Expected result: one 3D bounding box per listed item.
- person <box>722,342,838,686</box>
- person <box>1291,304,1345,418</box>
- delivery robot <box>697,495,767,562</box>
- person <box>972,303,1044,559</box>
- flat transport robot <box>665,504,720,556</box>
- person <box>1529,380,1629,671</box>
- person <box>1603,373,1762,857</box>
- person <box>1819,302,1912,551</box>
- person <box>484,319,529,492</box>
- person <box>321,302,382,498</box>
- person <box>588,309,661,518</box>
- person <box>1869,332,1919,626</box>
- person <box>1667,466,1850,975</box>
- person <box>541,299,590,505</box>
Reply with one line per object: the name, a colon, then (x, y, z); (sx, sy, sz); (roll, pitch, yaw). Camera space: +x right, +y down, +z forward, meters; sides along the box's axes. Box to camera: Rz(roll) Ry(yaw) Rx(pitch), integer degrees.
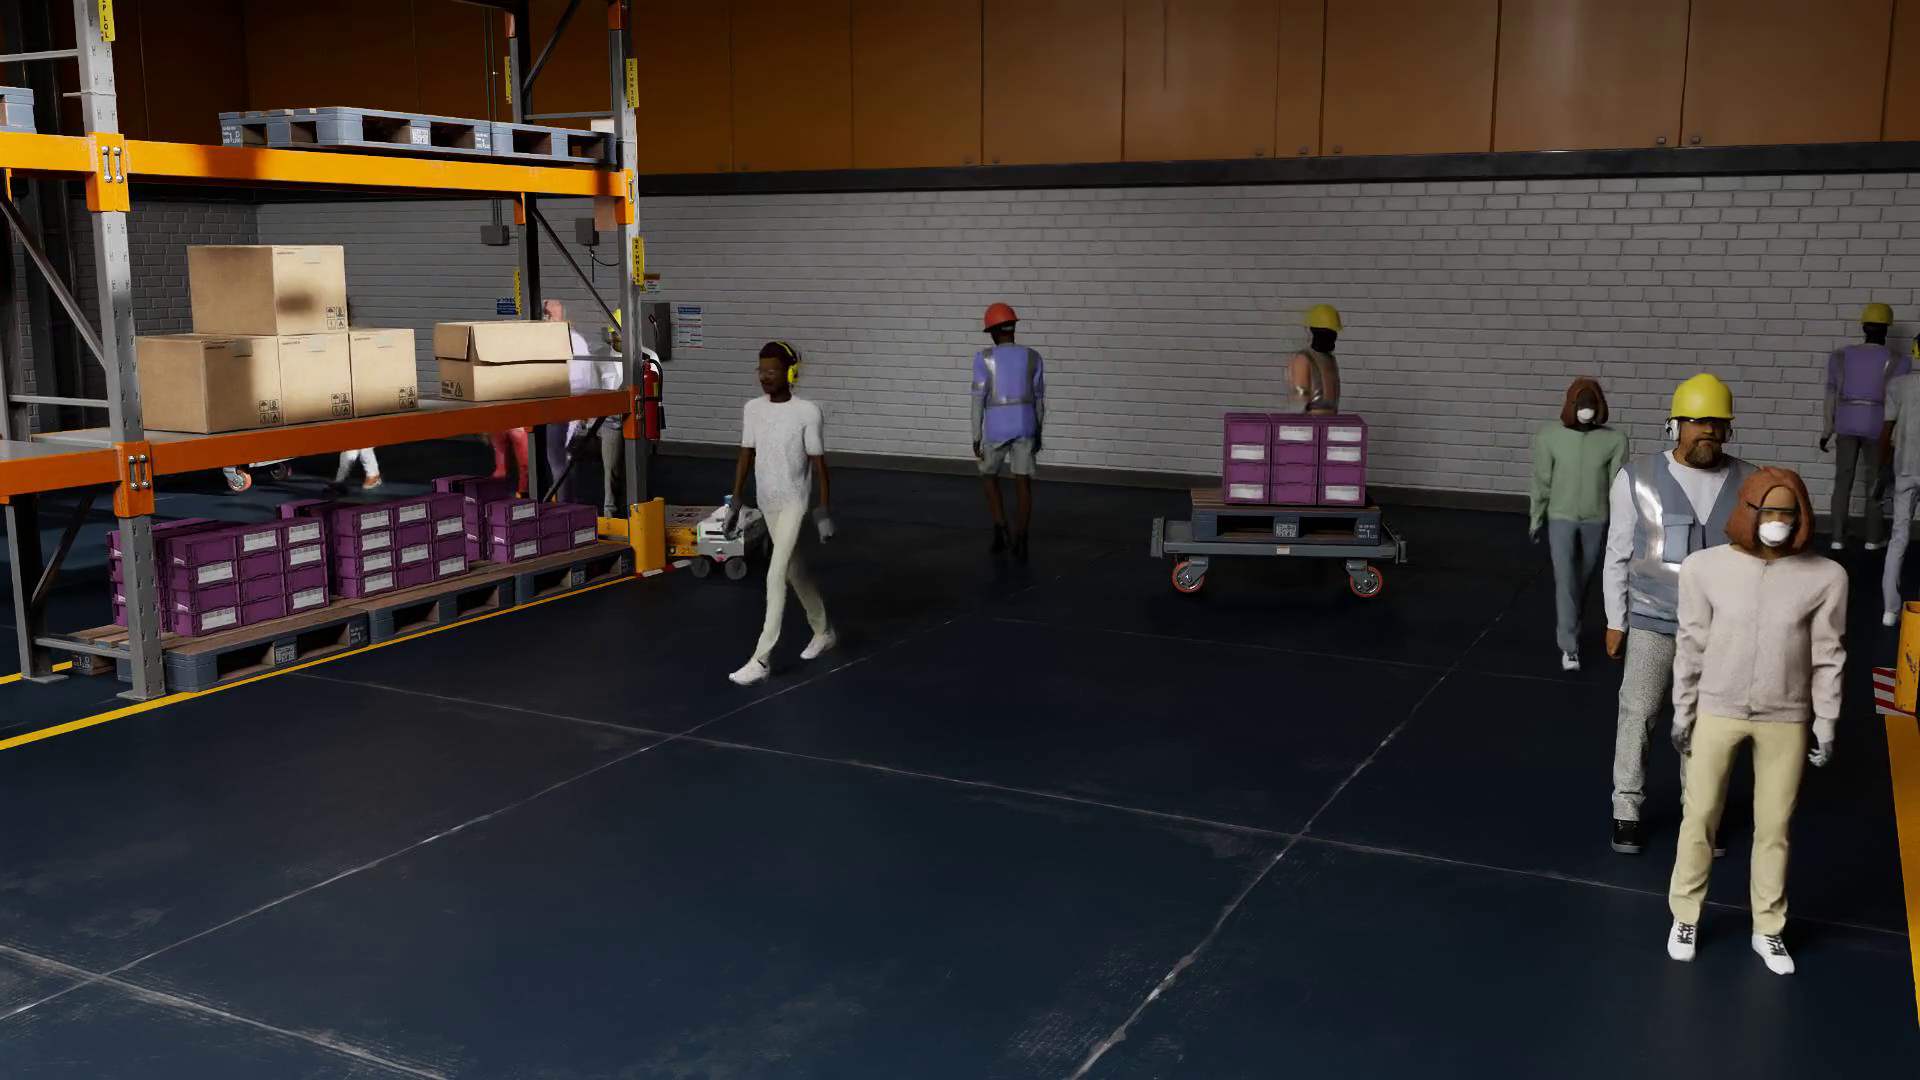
person: (-0.959, -0.175, 9.064); (0.502, 1.814, 1.010); (7, 12, 34)
person: (2.662, -0.852, 12.726); (0.773, 1.901, 0.592); (8, 13, 39)
delivery robot: (-1.620, -0.077, 11.844); (0.477, 0.478, 0.707); (2, 10, 9)
person: (0.364, -0.814, 12.461); (0.581, 1.905, 0.489); (-2, 10, -12)
flat transport robot: (-2.153, -0.089, 13.006); (0.652, 0.197, 1.431); (0, 10, -2)
person: (3.449, -0.098, 9.245); (0.515, 1.582, 0.847); (2, 10, 10)
person: (2.741, 0.289, 6.294); (0.590, 1.837, 0.403); (1, 10, 7)
person: (6.925, -0.862, 12.745); (0.610, 1.924, 0.425); (8, 13, 40)
person: (-3.634, -0.896, 13.405); (0.535, 1.754, 0.550); (3, 10, 18)
person: (-5.807, -1.362, 15.754); (0.617, 1.876, 1.079); (3, 10, 14)
person: (-2.735, -0.965, 13.573); (0.600, 1.827, 0.404); (0, 10, 0)
person: (5.824, -0.376, 10.062); (0.358, 1.864, 0.597); (-8, 13, -39)
person: (2.515, 0.572, 5.274); (0.495, 1.628, 0.283); (4, 10, 20)
person: (-3.481, -1.107, 14.235); (0.496, 1.885, 0.652); (4, 11, 21)
